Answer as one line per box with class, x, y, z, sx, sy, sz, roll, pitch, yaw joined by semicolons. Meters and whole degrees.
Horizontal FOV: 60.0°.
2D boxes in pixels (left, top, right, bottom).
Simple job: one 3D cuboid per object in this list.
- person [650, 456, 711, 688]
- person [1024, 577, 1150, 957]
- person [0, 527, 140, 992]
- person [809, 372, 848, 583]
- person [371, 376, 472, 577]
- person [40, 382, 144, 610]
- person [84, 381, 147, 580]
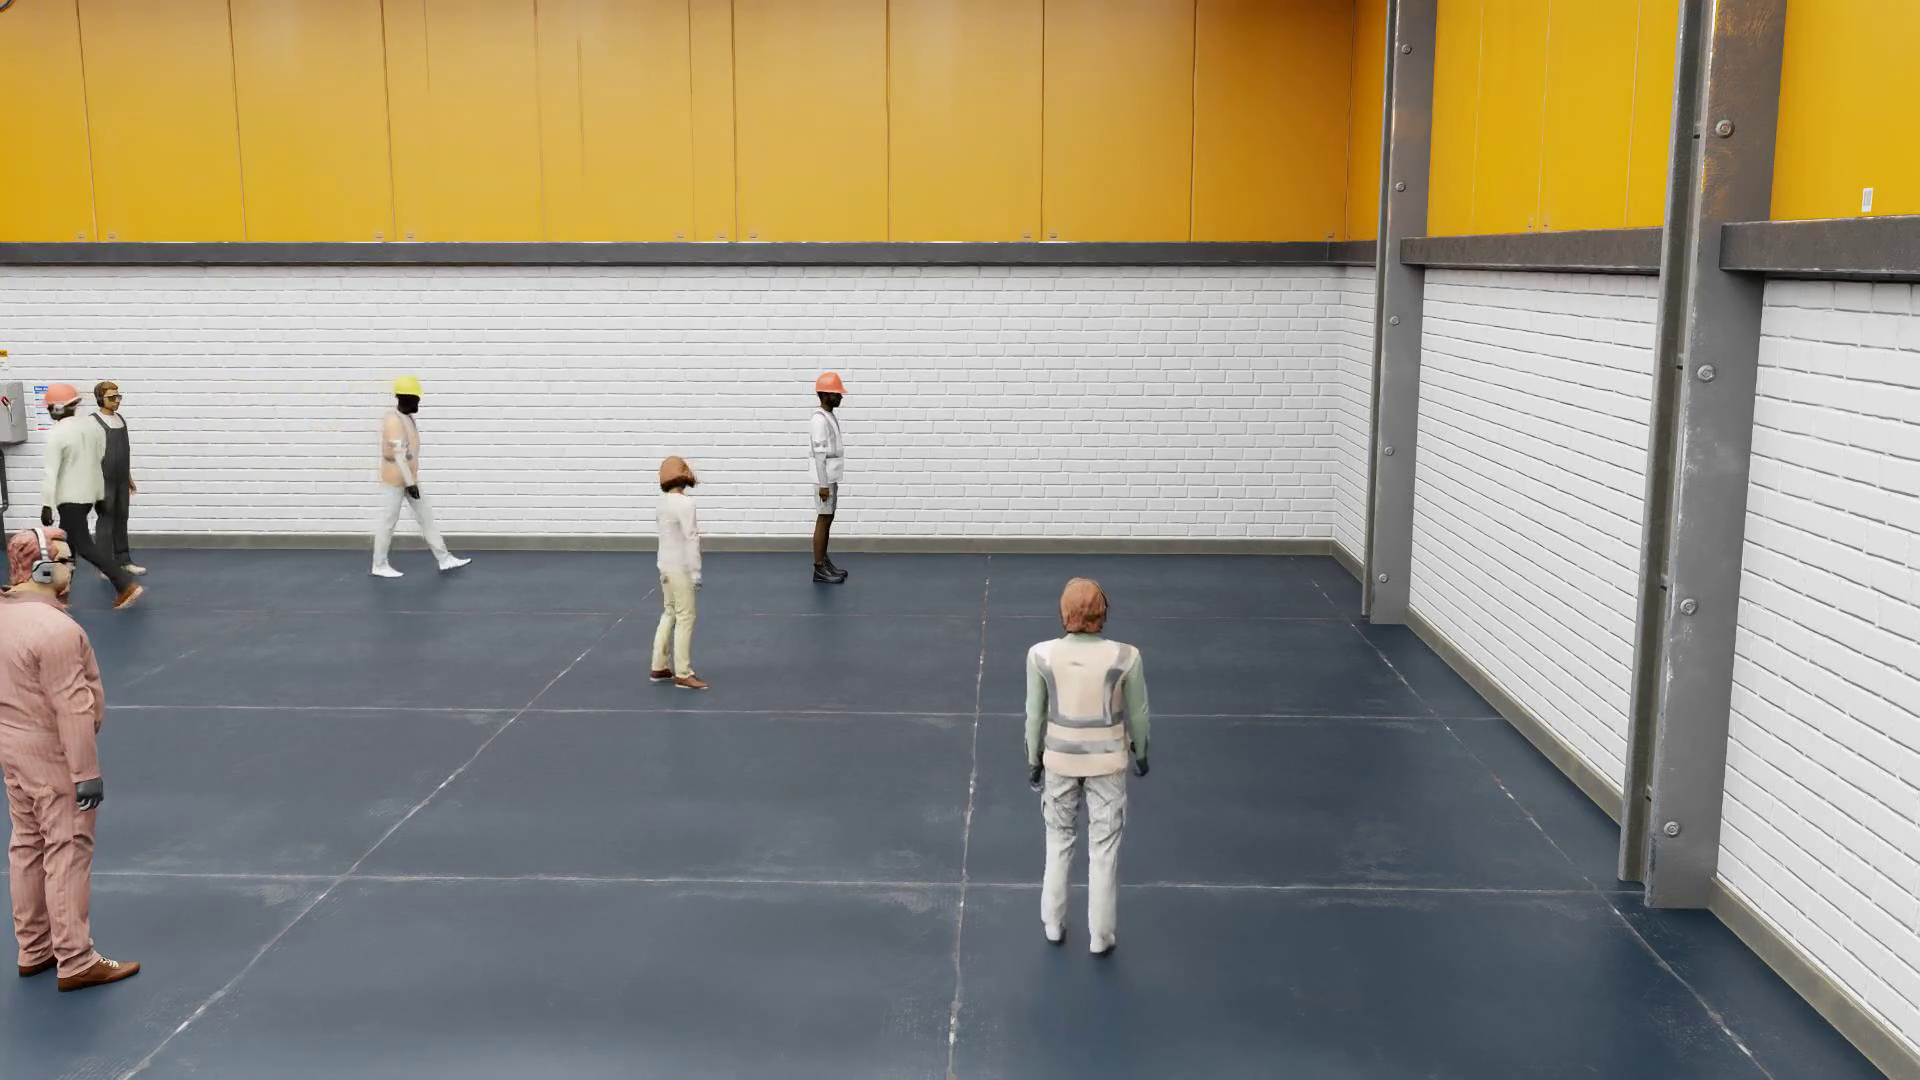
person;-1.974;0.231;11.530;0.340;1.622;0.557;-6;11;-32
person;0.540;0.971;7.136;0.530;1.634;0.361;3;10;15
person;-3.714;0.889;6.832;0.651;1.904;0.403;7;12;34
person;-1.198;-0.575;15.310;0.362;1.935;0.553;1;10;4
person;-5.081;-0.575;15.477;0.954;1.882;0.613;0;10;2
person;-7.409;-0.360;14.008;0.988;1.960;0.617;0;10;2
person;-7.865;-0.553;15.451;0.345;1.846;0.506;2;10;9
